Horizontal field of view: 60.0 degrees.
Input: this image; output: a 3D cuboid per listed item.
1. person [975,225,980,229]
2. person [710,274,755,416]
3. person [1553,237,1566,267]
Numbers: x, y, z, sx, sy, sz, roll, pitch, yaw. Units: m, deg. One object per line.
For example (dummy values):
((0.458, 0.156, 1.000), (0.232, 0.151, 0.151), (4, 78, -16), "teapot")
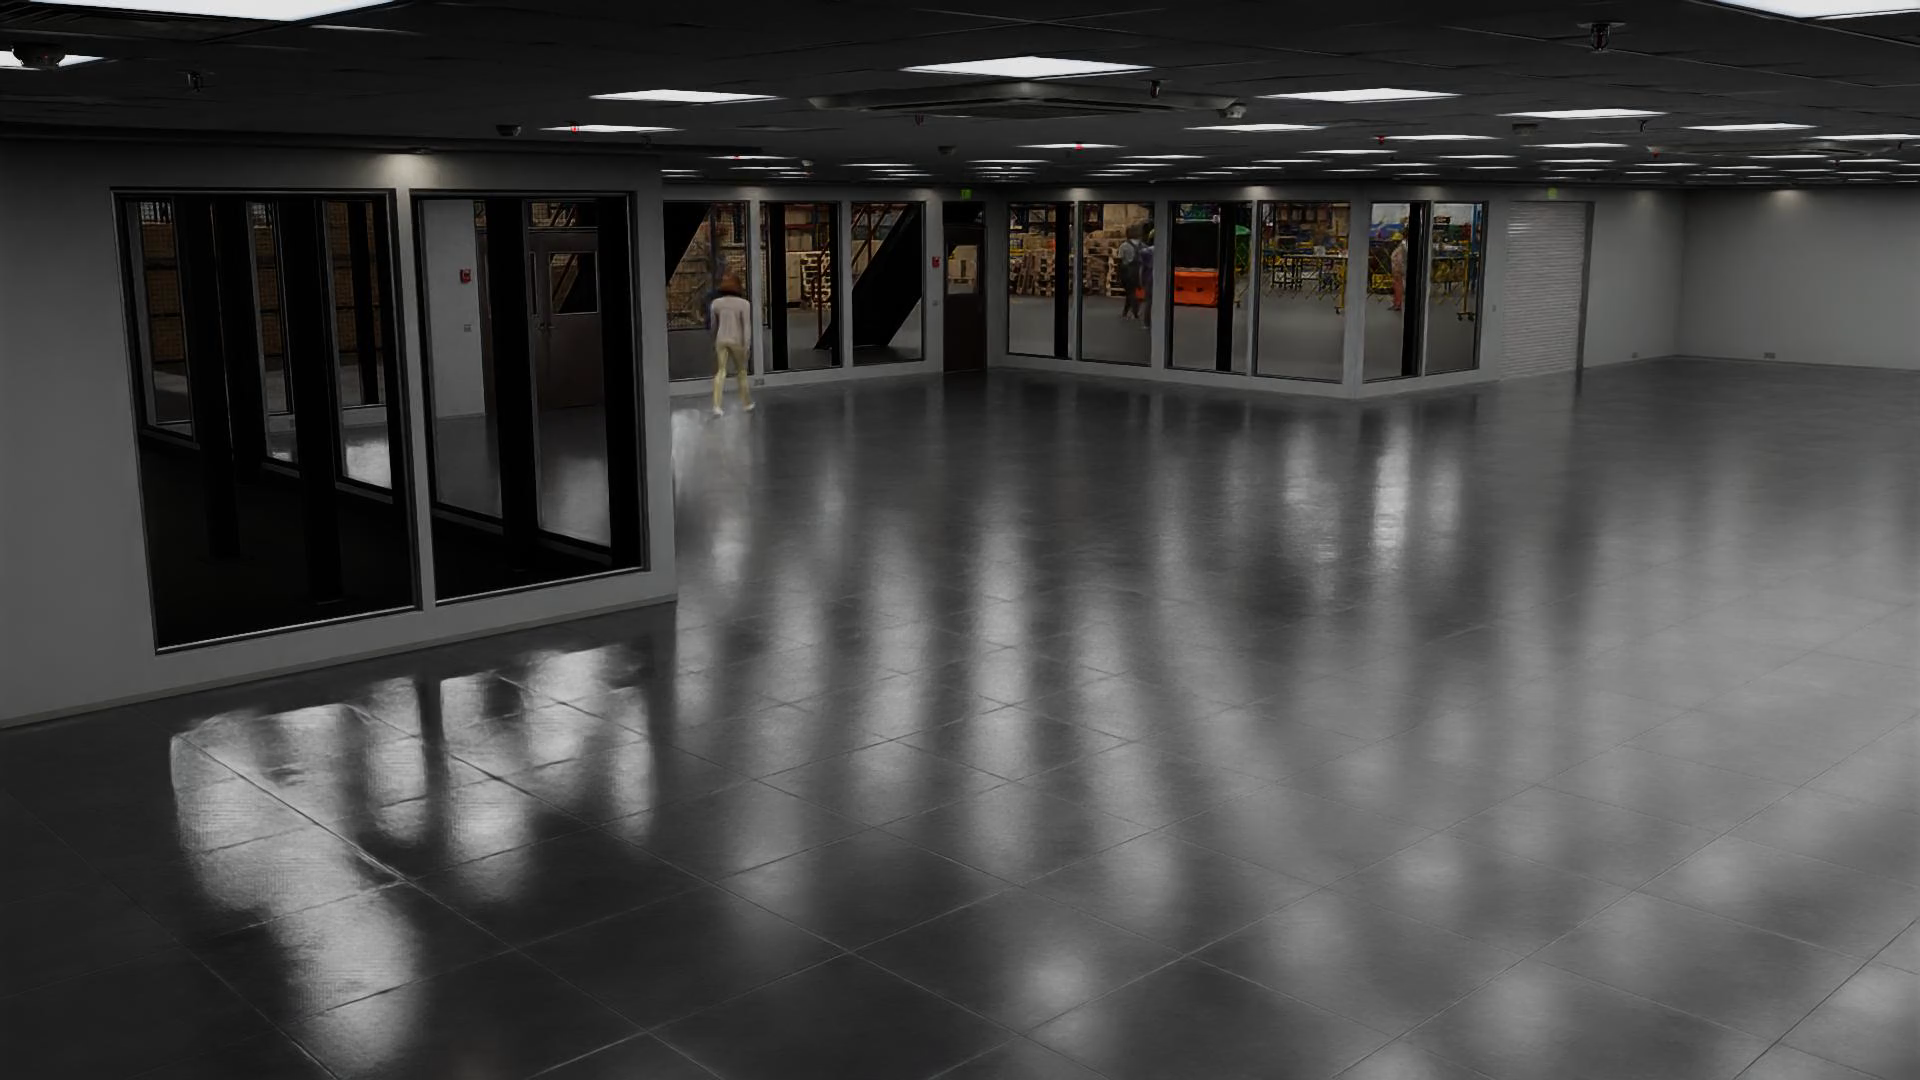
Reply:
((0.542, -7.668, 45.453), (0.544, 1.897, 0.978), (-1, 11, -7), "person")
((-2.591, -2.203, 18.795), (0.533, 1.587, 0.860), (3, 12, 15), "person")
((16.963, -8.005, 47.181), (0.309, 1.868, 0.535), (-5, 12, -23), "person")
